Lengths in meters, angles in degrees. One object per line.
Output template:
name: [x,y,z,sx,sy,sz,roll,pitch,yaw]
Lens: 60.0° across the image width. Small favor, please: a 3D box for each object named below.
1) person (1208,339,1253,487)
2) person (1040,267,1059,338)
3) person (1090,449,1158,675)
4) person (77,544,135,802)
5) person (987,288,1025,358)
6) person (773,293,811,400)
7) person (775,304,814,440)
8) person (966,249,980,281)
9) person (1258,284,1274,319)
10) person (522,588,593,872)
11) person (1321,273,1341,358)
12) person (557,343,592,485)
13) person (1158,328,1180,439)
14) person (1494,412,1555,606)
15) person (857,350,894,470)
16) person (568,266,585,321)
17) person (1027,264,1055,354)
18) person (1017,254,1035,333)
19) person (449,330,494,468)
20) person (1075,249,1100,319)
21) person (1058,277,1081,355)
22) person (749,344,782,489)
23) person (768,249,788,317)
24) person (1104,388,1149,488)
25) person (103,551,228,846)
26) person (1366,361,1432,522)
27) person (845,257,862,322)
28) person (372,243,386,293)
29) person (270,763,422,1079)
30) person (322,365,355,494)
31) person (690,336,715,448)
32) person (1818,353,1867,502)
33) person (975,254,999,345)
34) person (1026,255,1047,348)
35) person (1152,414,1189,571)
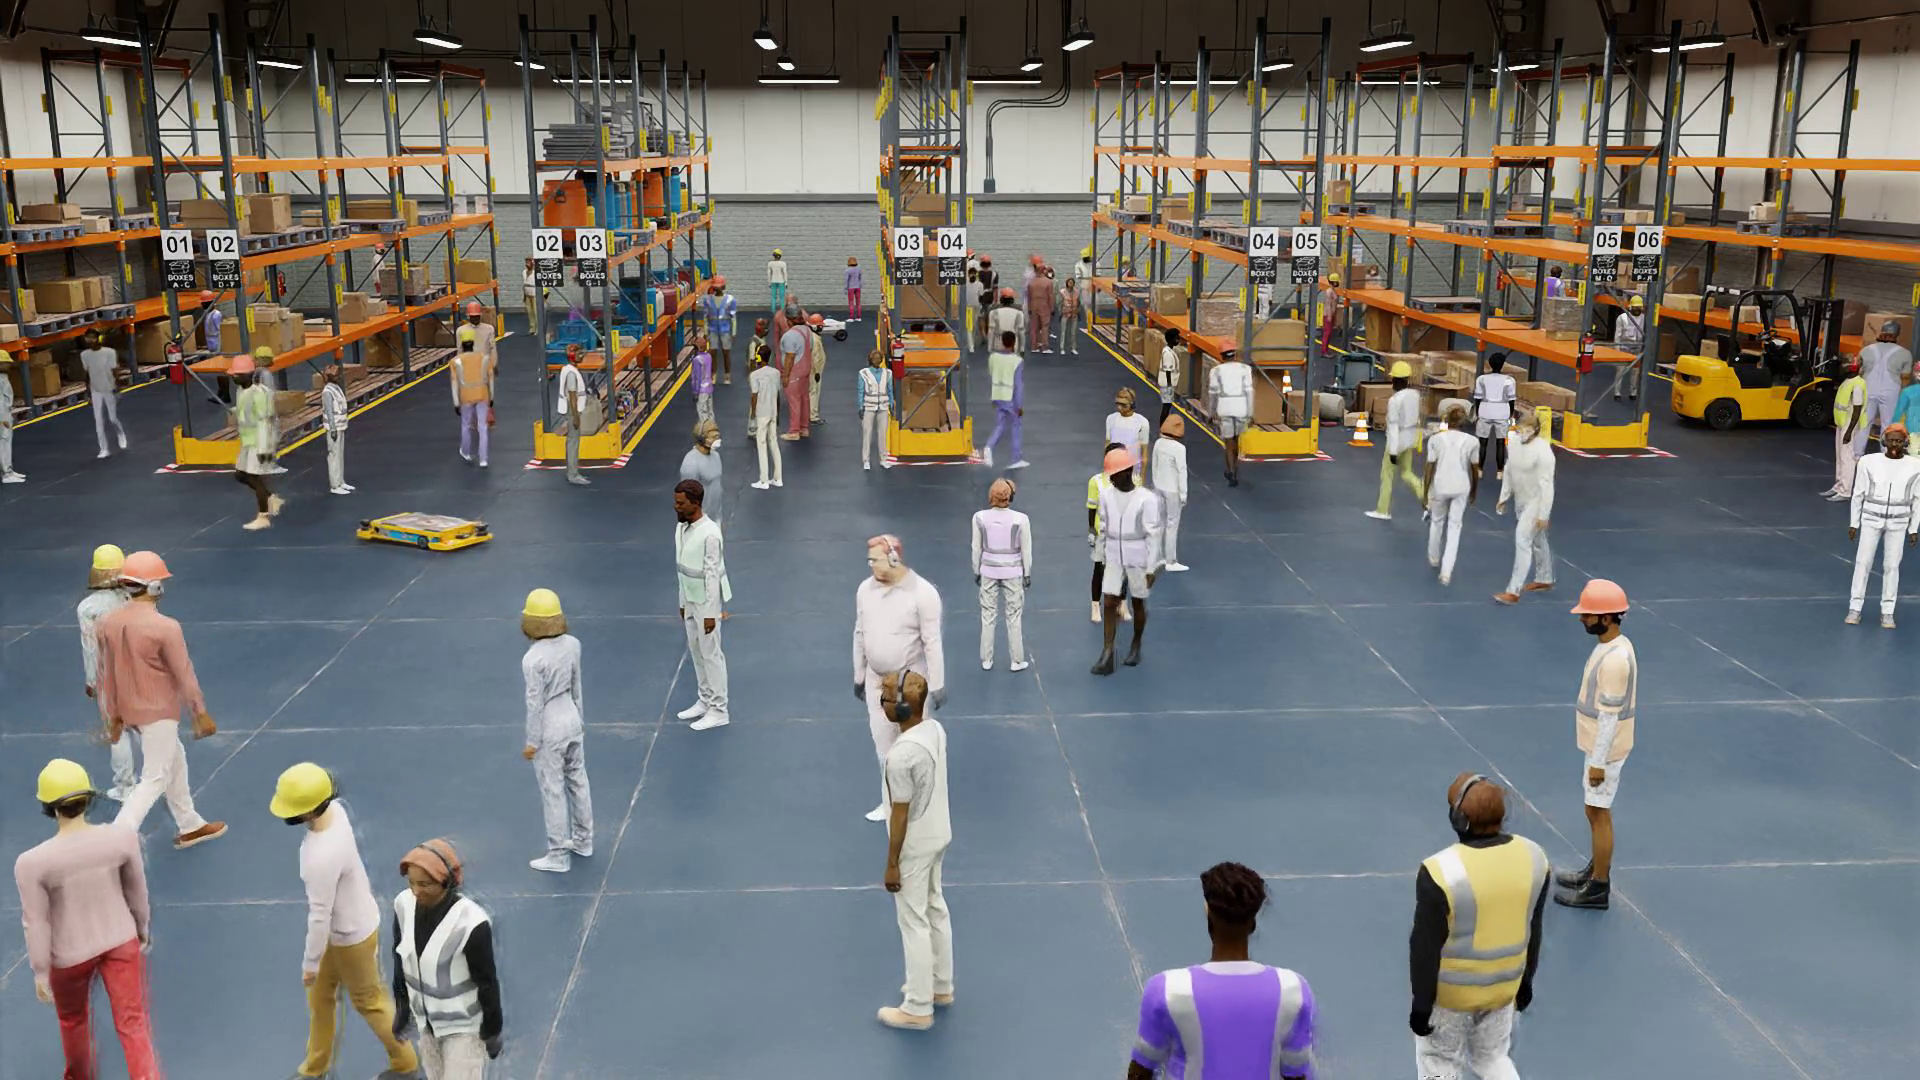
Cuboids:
person: [3.513,-1.664,21.678,0.555,1.867,0.864,1,13,2]
person: [2.043,-5.463,38.282,0.500,1.633,0.280,-5,14,-21]
person: [1.344,0.197,13.768,0.573,1.876,0.910,7,15,27]
person: [-5.621,0.884,11.158,0.322,1.742,0.493,12,18,42]
person: [0.767,-3.252,28.108,0.647,2.006,0.930,-1,13,-5]
person: [-2.863,-3.306,28.632,0.695,1.917,0.483,0,13,1]
person: [-2.513,-2.527,24.973,0.538,2.000,0.684,5,14,21]
person: [0.285,-6.659,43.118,0.349,1.743,0.563,8,16,32]
person: [7.037,-5.586,38.285,0.359,1.880,0.575,-3,14,-13]
person: [-2.469,1.141,10.070,0.319,1.742,0.492,6,15,24]
person: [7.744,-4.673,34.678,0.336,1.757,0.518,6,15,25]
person: [-5.041,-1.643,21.644,0.390,1.846,0.564,-4,14,-15]
person: [3.127,-2.333,24.912,0.322,1.685,0.542,2,13,9]
person: [5.494,-0.318,16.023,0.884,1.869,0.688,-3,14,-13]
person: [-1.149,-1.778,22.663,0.521,1.639,0.306,-5,14,-22]
person: [-8.539,-5.216,37.041,0.580,1.718,0.794,5,14,21]
person: [1.736,-4.922,35.428,0.646,1.905,0.401,10,16,36]
person: [1.671,-5.771,39.081,0.831,1.875,0.672,-12,18,-42]
person: [-6.716,-1.958,22.923,0.596,1.873,1.000,-6,14,-23]
person: [3.171,-6.297,41.291,0.619,1.869,0.690,1,13,4]
person: [2.322,-4.745,35.229,0.523,1.639,0.306,-4,14,-17]
person: [-2.505,-1.584,21.379,0.328,1.862,0.501,10,17,37]
person: [-4.697,-6.625,42.939,0.522,1.761,0.321,3,14,11]
person: [1.756,-0.717,17.739,0.504,1.839,0.344,7,15,27]
person: [-4.939,1.048,10.031,0.614,1.957,0.957,8,15,31]
person: [5.177,-1.139,19.393,0.594,1.907,0.795,-11,17,-38]
person: [-2.684,-6.315,41.916,0.493,1.625,0.280,-9,16,-32]
person: [-14.636,-6.526,42.037,0.409,1.986,0.618,-4,14,-16]
person: [-2.848,1.765,7.483,0.750,1.707,0.592,-5,14,-21]
person: [-7.903,-1.402,21.067,0.306,1.639,0.523,-2,13,-8]
person: [-3.750,-2.145,24.216,0.311,1.637,0.523,3,14,14]
person: [10.977,-1.388,20.562,0.389,1.847,0.567,3,14,14]
person: [0.557,-5.355,37.030,0.611,2.019,0.935,-2,13,-7]
person: [1.715,-5.208,36.373,0.626,2.018,0.420,-12,18,-41]
person: [2.182,-0.497,17.246,0.268,1.631,0.507,-8,15,-29]
